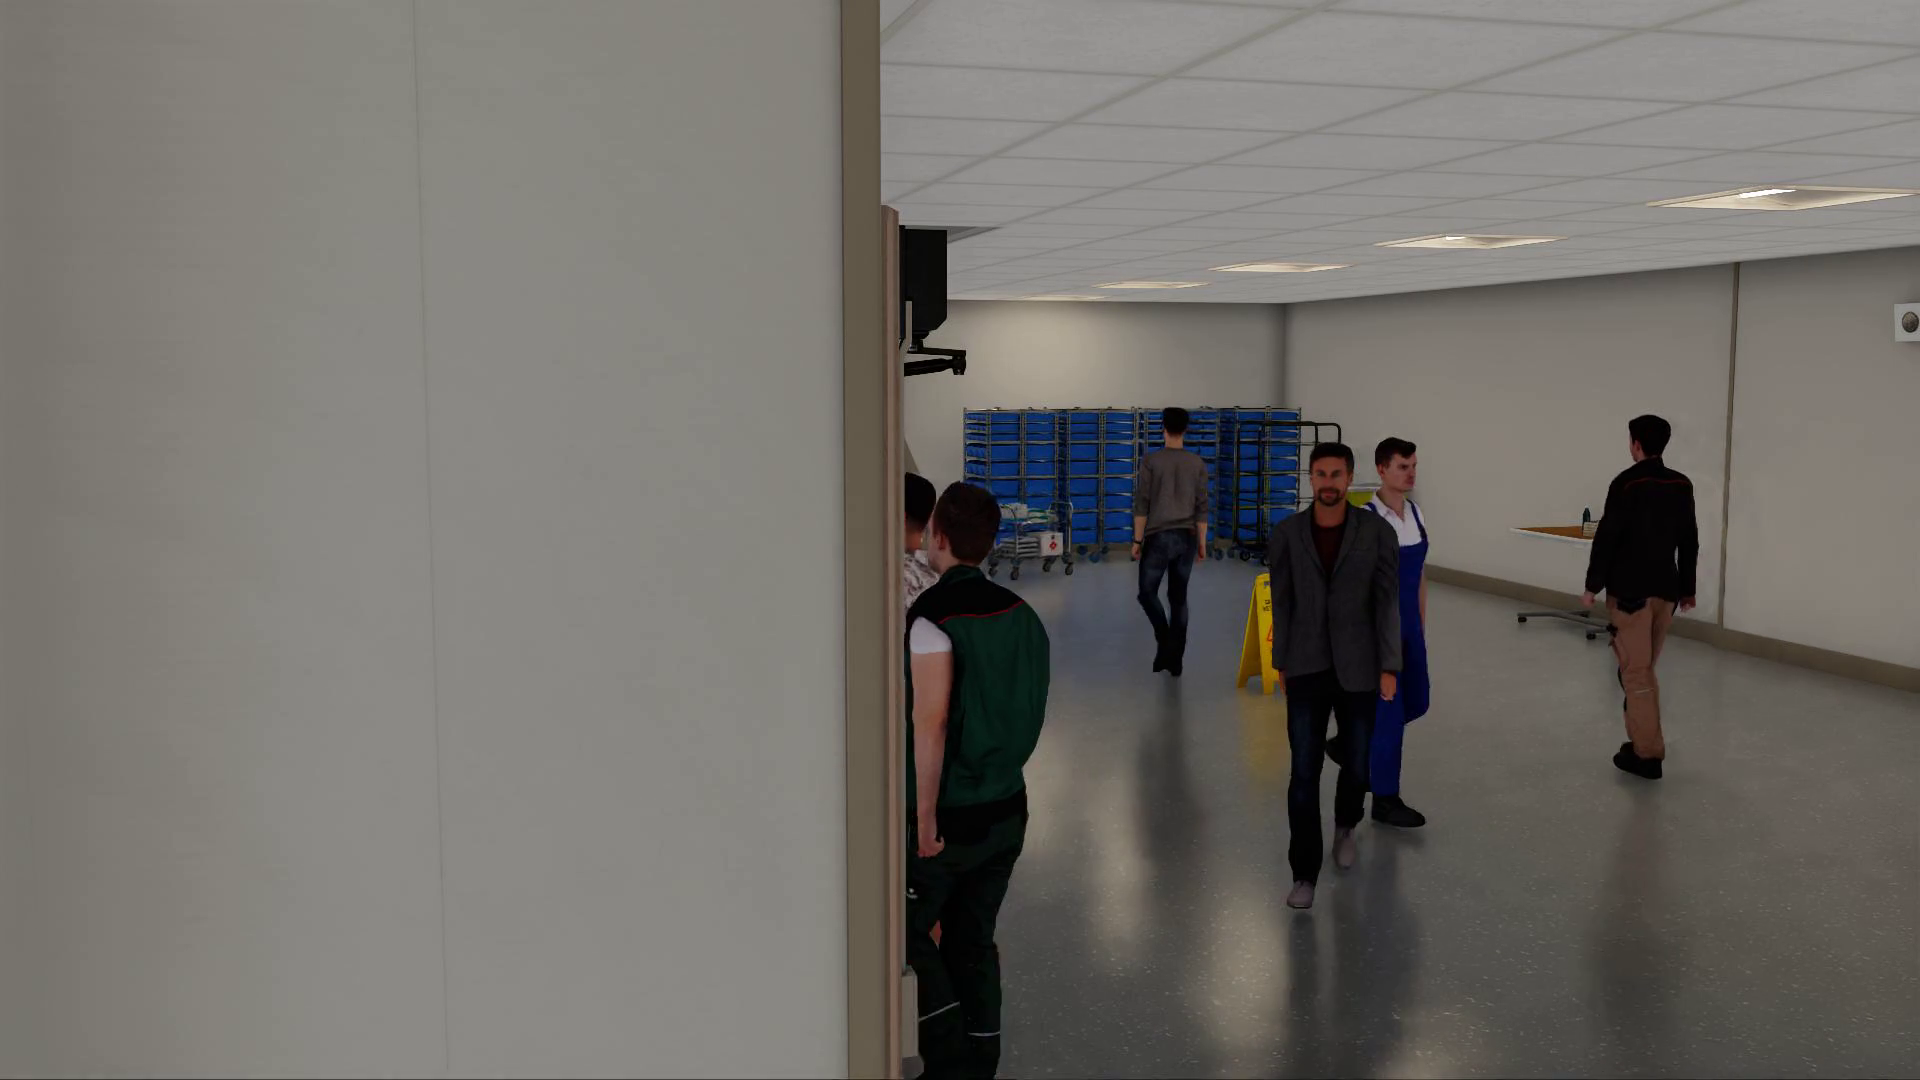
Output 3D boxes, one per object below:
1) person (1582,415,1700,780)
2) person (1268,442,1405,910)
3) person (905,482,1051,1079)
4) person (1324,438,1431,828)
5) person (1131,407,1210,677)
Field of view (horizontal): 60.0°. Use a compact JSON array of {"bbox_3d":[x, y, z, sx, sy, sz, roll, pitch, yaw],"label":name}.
[{"bbox_3d":[3.644,0.311,8.741,0.720,1.910,0.710,-2,6,-20],"label":"person"},{"bbox_3d":[1.544,0.539,6.846,1.093,1.833,1.303,1,6,14],"label":"person"},{"bbox_3d":[0.057,0.759,4.660,0.798,1.831,0.765,5,7,39],"label":"person"},{"bbox_3d":[1.988,0.427,7.969,0.821,1.832,0.993,-4,7,-34],"label":"person"},{"bbox_3d":[1.480,0.033,11.601,0.766,1.889,0.838,-1,6,-8],"label":"person"}]
